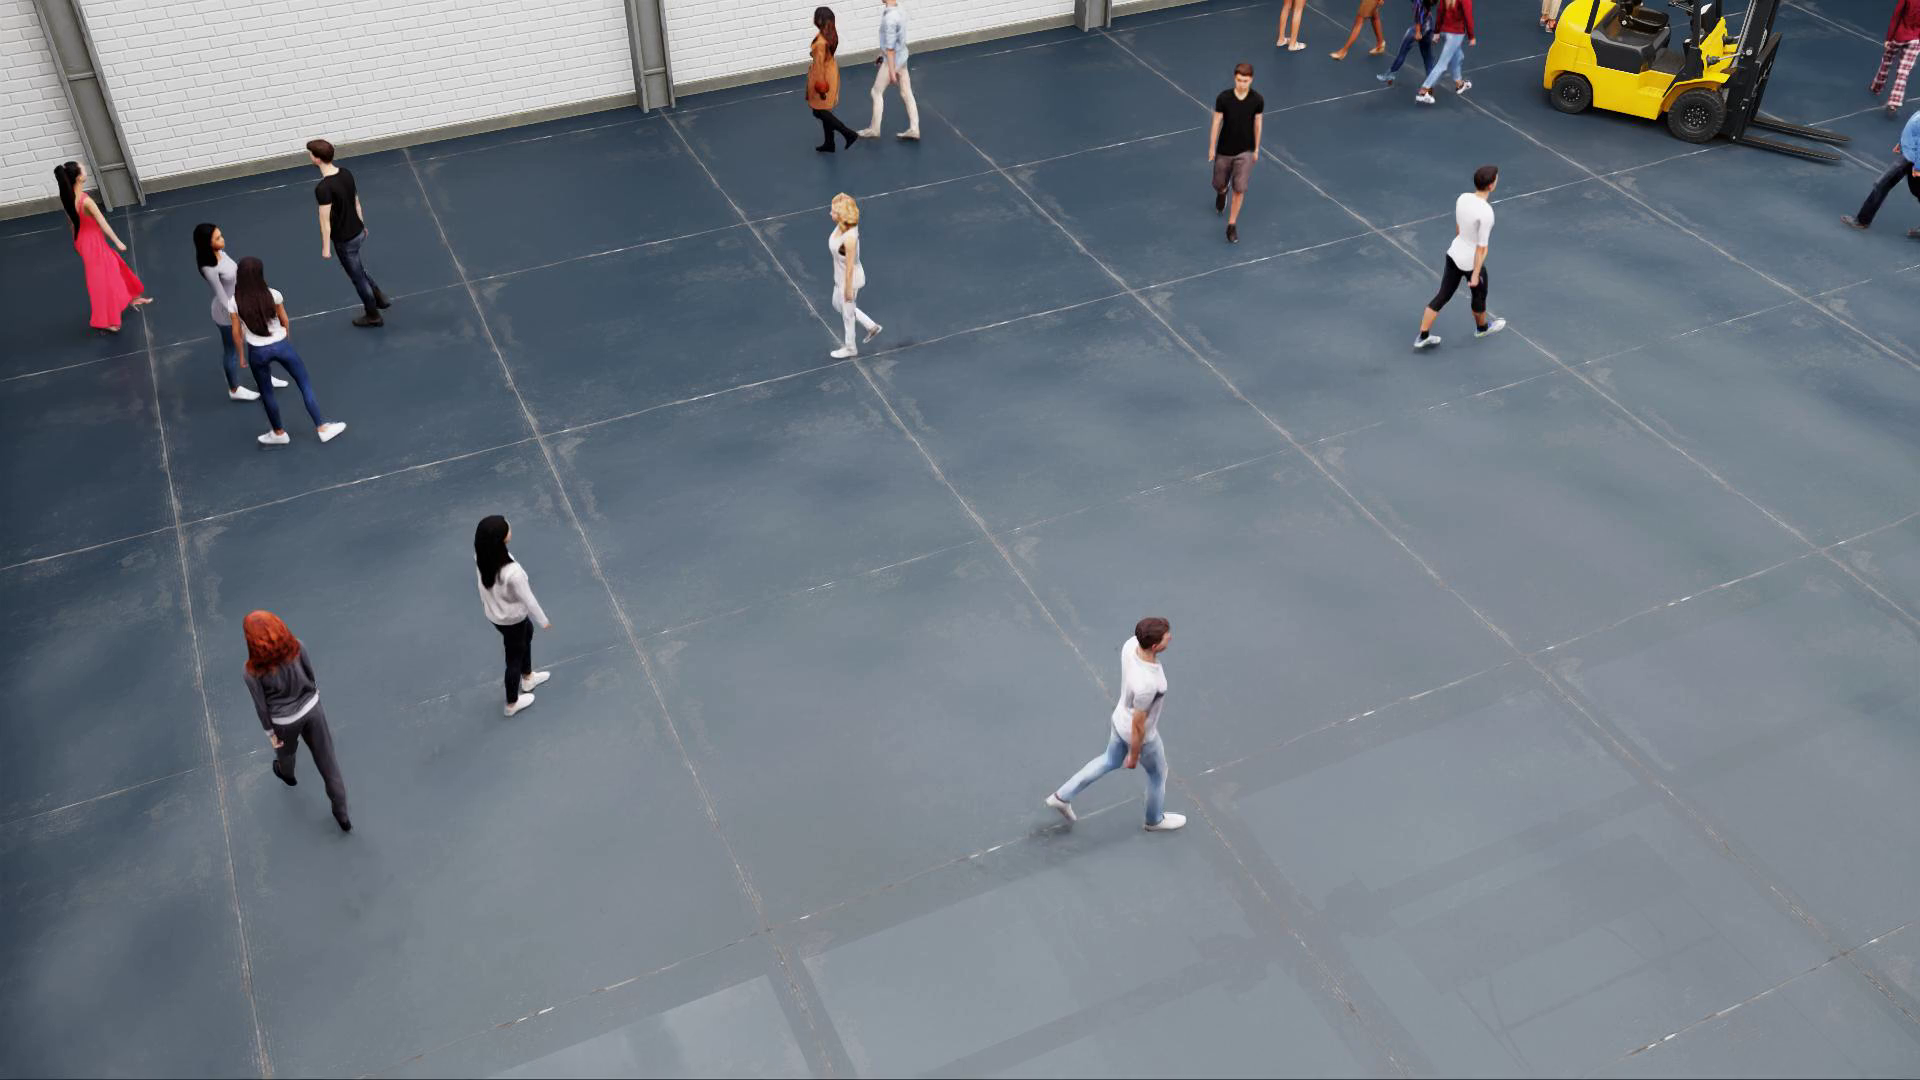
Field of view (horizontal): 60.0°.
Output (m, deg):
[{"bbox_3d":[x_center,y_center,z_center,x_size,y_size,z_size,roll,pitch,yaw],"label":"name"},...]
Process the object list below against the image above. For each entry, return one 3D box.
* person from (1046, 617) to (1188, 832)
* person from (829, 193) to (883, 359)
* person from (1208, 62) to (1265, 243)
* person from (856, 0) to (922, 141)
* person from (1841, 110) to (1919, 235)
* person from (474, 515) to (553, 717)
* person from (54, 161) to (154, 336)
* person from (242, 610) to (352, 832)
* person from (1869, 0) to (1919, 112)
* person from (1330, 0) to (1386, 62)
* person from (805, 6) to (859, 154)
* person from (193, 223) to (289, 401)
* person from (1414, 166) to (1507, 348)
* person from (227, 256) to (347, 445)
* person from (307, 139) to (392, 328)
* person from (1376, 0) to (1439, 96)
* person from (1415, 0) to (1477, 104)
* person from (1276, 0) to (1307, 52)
[{"bbox_3d":[1.018,1.209,10.577,1.208,1.817,0.808,-8,39,-10],"label":"person"},{"bbox_3d":[-0.948,-2.415,15.240,0.811,1.661,0.716,-5,39,-7],"label":"person"},{"bbox_3d":[2.845,-4.063,17.157,1.105,1.843,1.067,4,39,5],"label":"person"},{"bbox_3d":[-0.643,-5.398,18.857,1.091,1.808,0.993,8,39,10],"label":"person"},{"bbox_3d":[9.885,-3.930,17.042,1.126,1.778,1.196,21,43,24],"label":"person"},{"bbox_3d":[-3.193,0.562,11.494,0.772,1.683,0.823,29,47,31],"label":"person"},{"bbox_3d":[-8.166,-2.686,15.546,0.883,1.701,1.031,22,43,25],"label":"person"},{"bbox_3d":[-4.201,1.198,10.653,1.068,1.740,0.861,-28,46,-31],"label":"person"},{"bbox_3d":[11.159,-5.867,19.565,1.078,1.657,1.117,11,40,14],"label":"person"},{"bbox_3d":[5.185,-6.785,20.728,1.092,1.639,0.626,-13,40,-16],"label":"person"},{"bbox_3d":[-1.410,-5.086,18.545,1.008,1.709,0.940,10,40,12],"label":"person"},{"bbox_3d":[-6.526,-1.977,14.646,0.820,1.717,0.753,-1,39,-2],"label":"person"},{"bbox_3d":[4.572,-2.546,15.288,1.171,1.804,0.732,-15,41,-18],"label":"person"},{"bbox_3d":[-5.884,-1.564,14.091,0.580,1.763,0.954,-25,45,-28],"label":"person"},{"bbox_3d":[-5.659,-2.841,15.595,0.846,1.882,0.819,5,39,6],"label":"person"},{"bbox_3d":[5.583,-6.102,19.920,0.973,1.580,1.010,23,44,26],"label":"person"},{"bbox_3d":[5.768,-5.944,19.725,1.109,1.579,0.645,-15,41,-18],"label":"person"},{"bbox_3d":[4.259,-7.074,21.045,0.587,1.695,0.603,-23,44,-27],"label":"person"}]
